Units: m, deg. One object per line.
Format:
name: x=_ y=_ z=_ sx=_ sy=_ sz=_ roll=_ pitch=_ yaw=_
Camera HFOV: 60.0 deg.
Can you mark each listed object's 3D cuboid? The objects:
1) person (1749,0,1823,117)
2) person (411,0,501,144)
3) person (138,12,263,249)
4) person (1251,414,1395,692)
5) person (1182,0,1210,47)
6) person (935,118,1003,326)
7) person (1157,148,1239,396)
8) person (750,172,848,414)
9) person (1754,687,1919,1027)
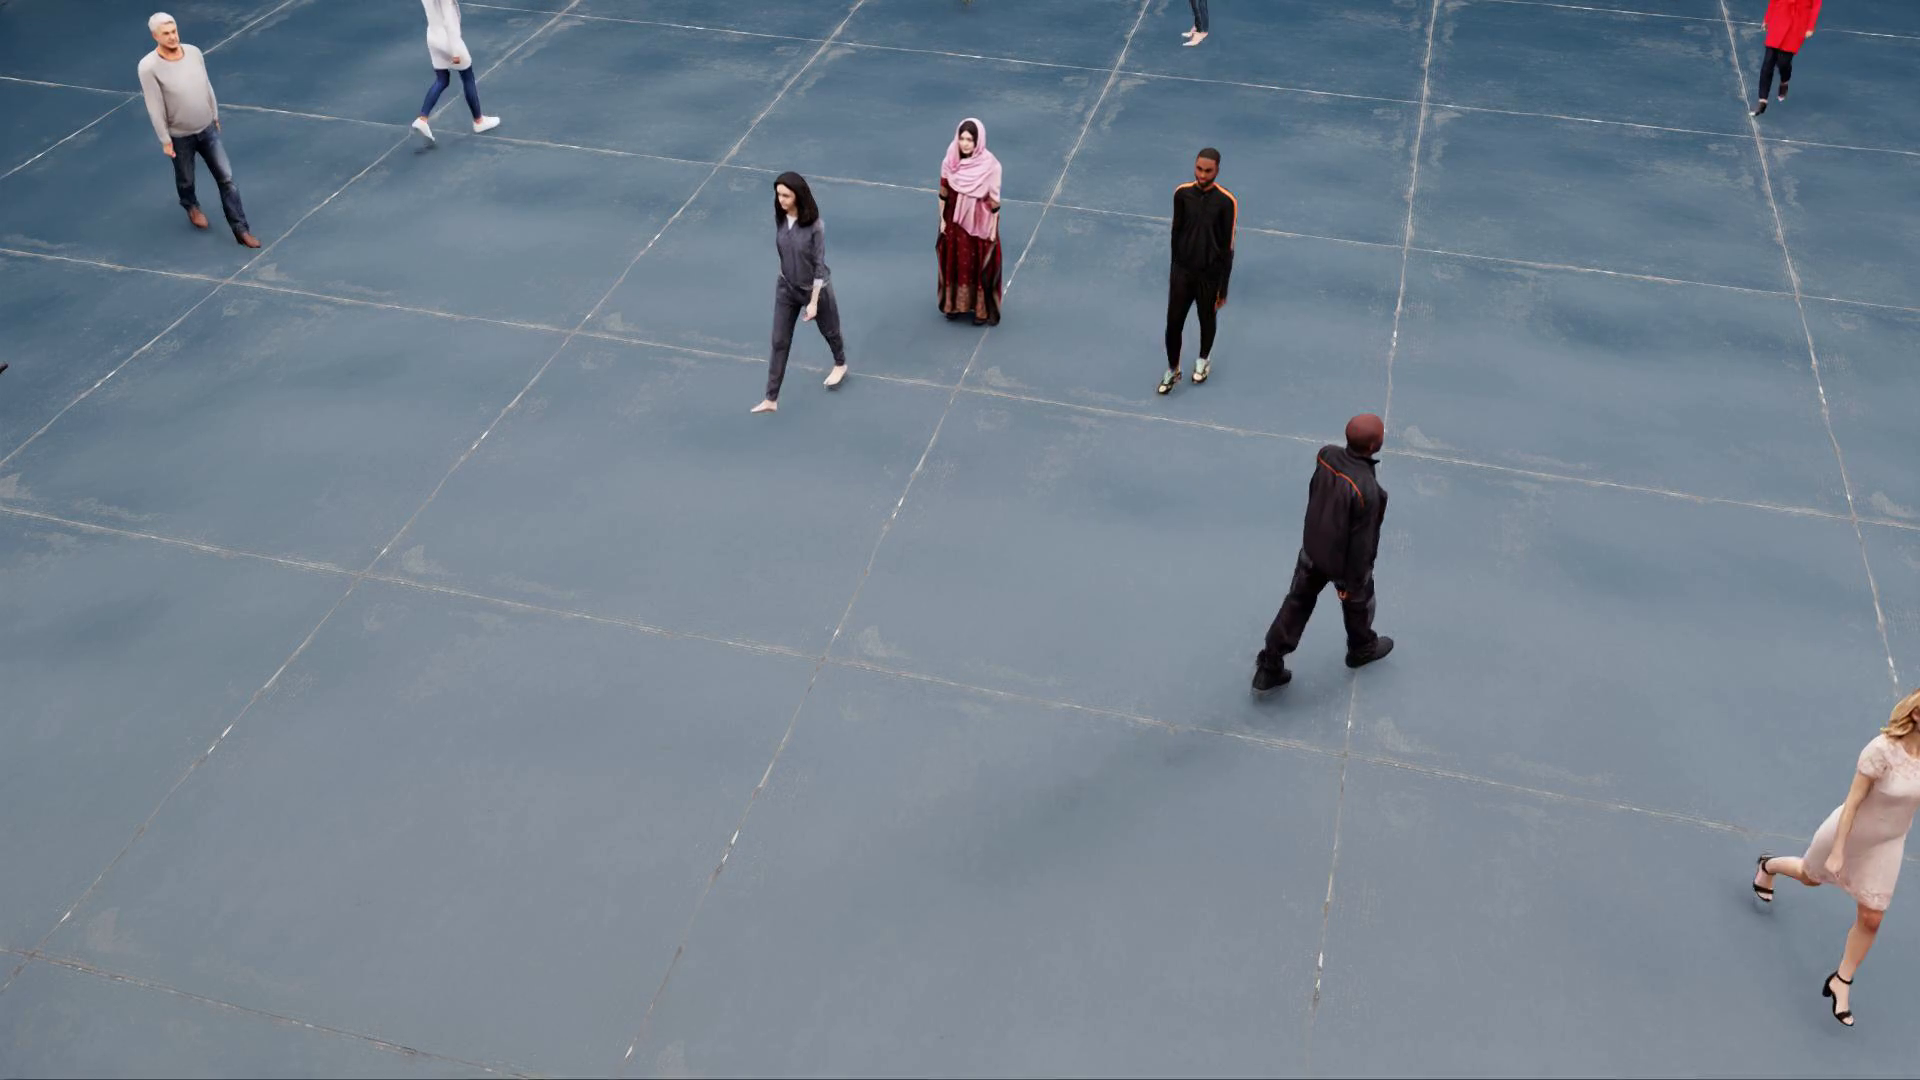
person: x=7.609 y=-4.719 z=15.180 sx=0.902 sy=1.736 sz=0.828 roll=-27 pitch=45 yaw=-30
person: x=-4.629 y=-4.365 z=14.714 sx=0.920 sy=1.751 sz=1.160 roll=28 pitch=46 yaw=31
person: x=-6.170 y=-3.261 z=13.213 sx=1.170 sy=1.863 sz=1.294 roll=28 pitch=46 yaw=31
person: x=1.946 y=0.098 z=8.969 sx=1.273 sy=1.803 sz=1.179 roll=-21 pitch=43 yaw=-25
person: x=2.252 y=-5.528 z=15.602 sx=0.801 sy=1.744 sz=0.643 roll=-1 pitch=38 yaw=-2
person: x=0.073 y=-2.347 z=12.232 sx=0.697 sy=1.632 sz=0.630 roll=13 pitch=40 yaw=16
person: x=1.700 y=-1.902 z=11.539 sx=0.703 sy=1.786 sz=0.854 roll=14 pitch=40 yaw=17
person: x=-0.989 y=-1.727 z=11.376 sx=0.820 sy=1.709 sz=1.242 roll=20 pitch=42 yaw=23
person: x=3.990 y=1.278 z=7.469 sx=0.806 sy=1.792 sz=1.186 roll=-1 pitch=38 yaw=-1
